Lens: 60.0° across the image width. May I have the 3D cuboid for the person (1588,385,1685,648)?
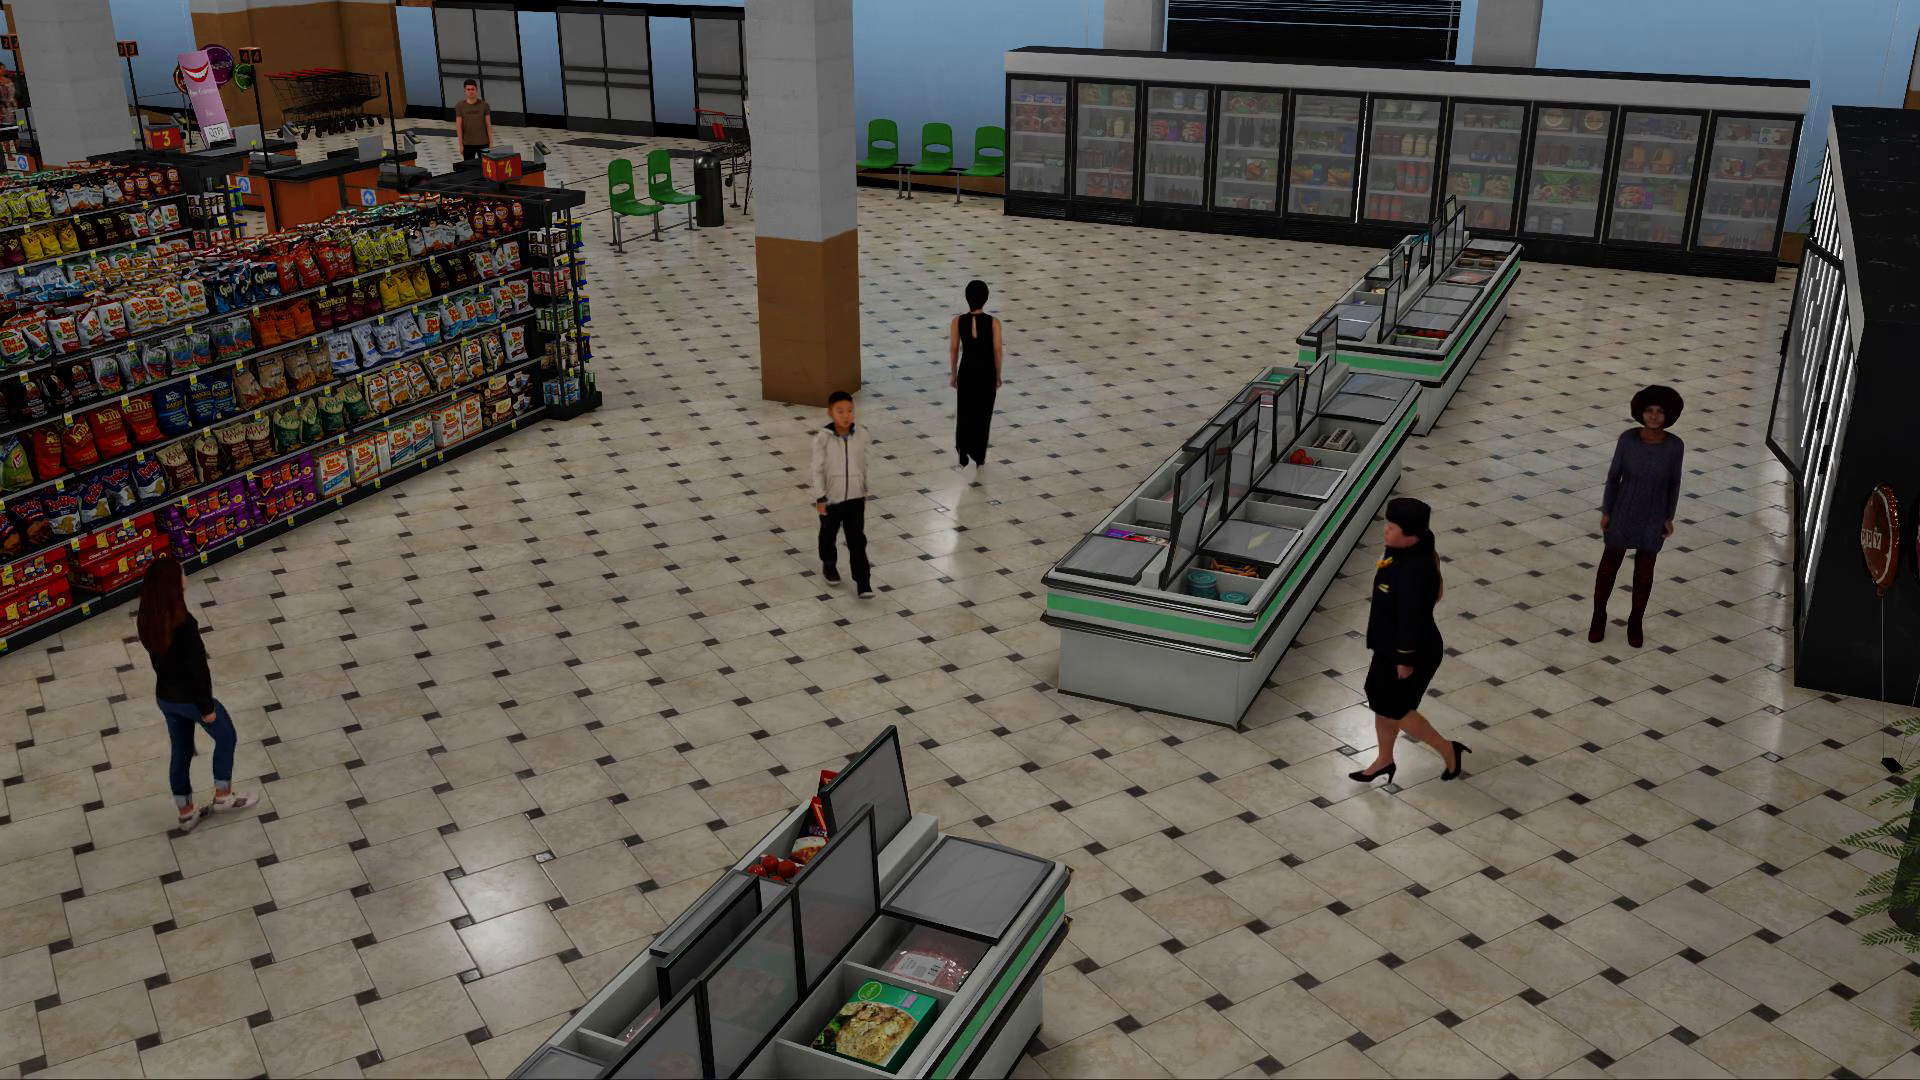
[{"bbox_3d":[4.281,-0.152,10.508,0.595,1.710,0.528,8,23,20],"label":"person"}]

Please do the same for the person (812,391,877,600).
[{"bbox_3d":[-0.841,-0.319,11.318,0.978,1.417,1.019,-9,24,-21],"label":"person"}]

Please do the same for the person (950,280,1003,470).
[{"bbox_3d":[0.124,-1.301,13.529,0.696,1.591,0.829,3,22,8],"label":"person"}]

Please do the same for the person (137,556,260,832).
[{"bbox_3d":[-3.986,0.813,8.430,0.577,1.470,0.585,10,24,23],"label":"person"}]

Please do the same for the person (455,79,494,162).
[{"bbox_3d":[-7.112,-5.818,24.423,0.733,1.851,0.803,-9,23,-20],"label":"person"}]

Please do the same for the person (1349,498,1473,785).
[{"bbox_3d":[2.412,0.594,8.725,0.887,1.657,0.866,5,22,13],"label":"person"}]

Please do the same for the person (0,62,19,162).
[{"bbox_3d":[-16.374,-7.382,28.589,0.739,1.645,0.510,6,23,15],"label":"person"}]
